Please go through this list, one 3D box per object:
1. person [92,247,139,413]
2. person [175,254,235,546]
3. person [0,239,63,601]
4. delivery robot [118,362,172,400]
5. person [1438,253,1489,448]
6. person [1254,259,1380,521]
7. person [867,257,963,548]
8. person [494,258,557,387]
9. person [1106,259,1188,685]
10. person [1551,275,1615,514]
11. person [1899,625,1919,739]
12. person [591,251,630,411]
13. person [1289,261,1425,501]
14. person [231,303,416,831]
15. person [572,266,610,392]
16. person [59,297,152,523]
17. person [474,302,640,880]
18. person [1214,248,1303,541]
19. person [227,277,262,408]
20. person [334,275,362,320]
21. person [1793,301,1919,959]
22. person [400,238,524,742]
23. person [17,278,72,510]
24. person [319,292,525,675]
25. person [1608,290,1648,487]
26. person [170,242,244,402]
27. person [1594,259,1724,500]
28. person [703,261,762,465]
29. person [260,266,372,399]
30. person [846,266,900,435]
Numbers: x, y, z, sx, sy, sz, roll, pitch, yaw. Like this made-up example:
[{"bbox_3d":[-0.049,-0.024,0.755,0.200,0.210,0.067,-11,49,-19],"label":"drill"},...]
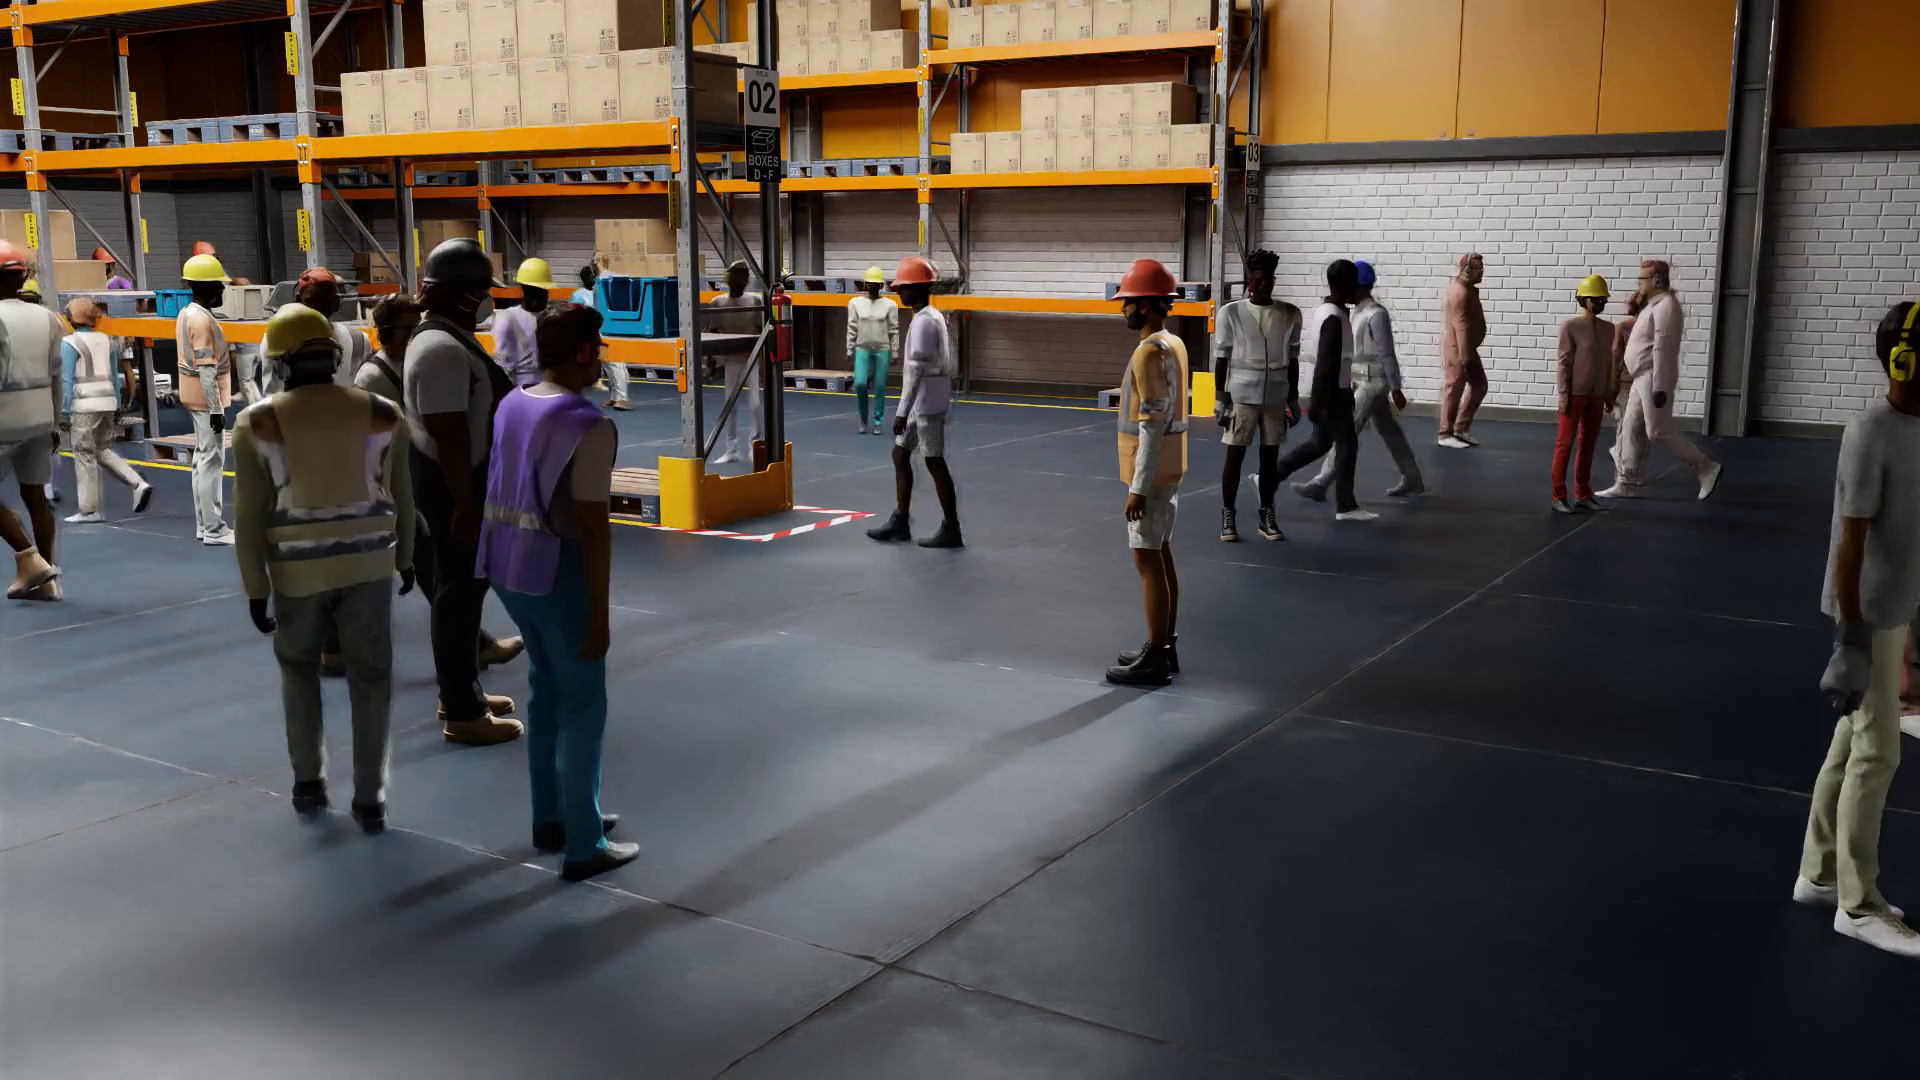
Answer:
[{"bbox_3d":[-9.919,-2.439,19.439,0.551,1.932,0.378,3,11,16],"label":"person"},{"bbox_3d":[-4.985,-0.924,11.067,0.370,1.927,0.588,-6,12,-31],"label":"person"},{"bbox_3d":[-5.253,-0.638,9.201,0.429,2.028,0.652,3,11,17],"label":"person"},{"bbox_3d":[-9.833,-1.893,19.979,0.707,0.478,0.477,4,11,24],"label":"delivery robot"},{"bbox_3d":[4.944,-1.827,16.160,0.560,1.888,0.682,4,11,23],"label":"person"},{"bbox_3d":[2.606,-1.078,12.025,0.827,1.893,0.586,1,10,8],"label":"person"},{"bbox_3d":[-0.338,-0.884,10.913,0.803,1.906,0.554,0,10,2],"label":"person"},{"bbox_3d":[-2.937,-0.971,11.403,0.608,1.898,0.627,6,12,31],"label":"person"},{"bbox_3d":[0.848,-0.304,7.600,0.363,1.935,0.553,3,11,18],"label":"person"},{"bbox_3d":[4.650,-1.078,12.367,0.523,1.769,0.309,-5,11,-25],"label":"person"},{"bbox_3d":[4.067,-0.132,6.772,0.403,1.907,0.656,10,14,43],"label":"person"},{"bbox_3d":[-4.182,-2.492,19.867,0.412,1.891,0.811,-3,11,-14],"label":"person"},{"bbox_3d":[3.159,-1.221,12.912,1.127,1.870,0.637,0,10,0],"label":"person"},{"bbox_3d":[-2.199,0.087,5.796,0.608,1.803,0.666,-5,12,-27],"label":"person"},{"bbox_3d":[-5.005,-2.826,22.283,0.582,1.682,0.540,6,12,30],"label":"person"},{"bbox_3d":[-6.159,-0.926,11.900,0.500,1.618,0.536,1,10,6],"label":"person"},{"bbox_3d":[-1.270,0.164,5.323,0.566,1.830,0.482,9,13,40],"label":"person"},{"bbox_3d":[2.004,-0.968,11.198,0.611,1.964,0.364,-1,10,-7],"label":"person"},{"bbox_3d":[-7.642,-1.980,17.749,0.354,1.626,0.519,2,10,9],"label":"person"},{"bbox_3d":[-6.946,-2.138,18.671,0.525,1.650,0.423,-9,13,-40],"label":"person"},{"bbox_3d":[2.701,0.239,4.813,0.403,1.868,0.554,9,14,41],"label":"person"},{"bbox_3d":[-1.991,-0.213,6.809,0.537,2.000,0.689,-3,11,-18],"label":"person"},{"bbox_3d":[-7.034,-1.108,12.589,0.705,1.740,0.539,10,14,44],"label":"person"},{"bbox_3d":[-2.551,-0.238,7.661,0.982,1.782,0.494,-1,10,-6],"label":"person"},{"bbox_3d":[5.546,-1.260,13.742,0.539,1.621,0.433,-3,11,-19],"label":"person"},{"bbox_3d":[-9.371,-2.685,20.663,1.042,1.986,0.614,-8,13,-38],"label":"person"},{"bbox_3d":[5.457,-1.223,12.870,0.842,1.879,0.668,2,11,14],"label":"person"},{"bbox_3d":[-1.981,-1.575,14.953,0.661,1.841,0.615,1,10,5],"label":"person"},{"bbox_3d":[-3.302,-0.466,8.639,0.573,1.886,0.353,-8,13,-37],"label":"person"},{"bbox_3d":[-0.902,-1.955,17.243,0.560,1.746,0.412,0,10,-2],"label":"person"}]
